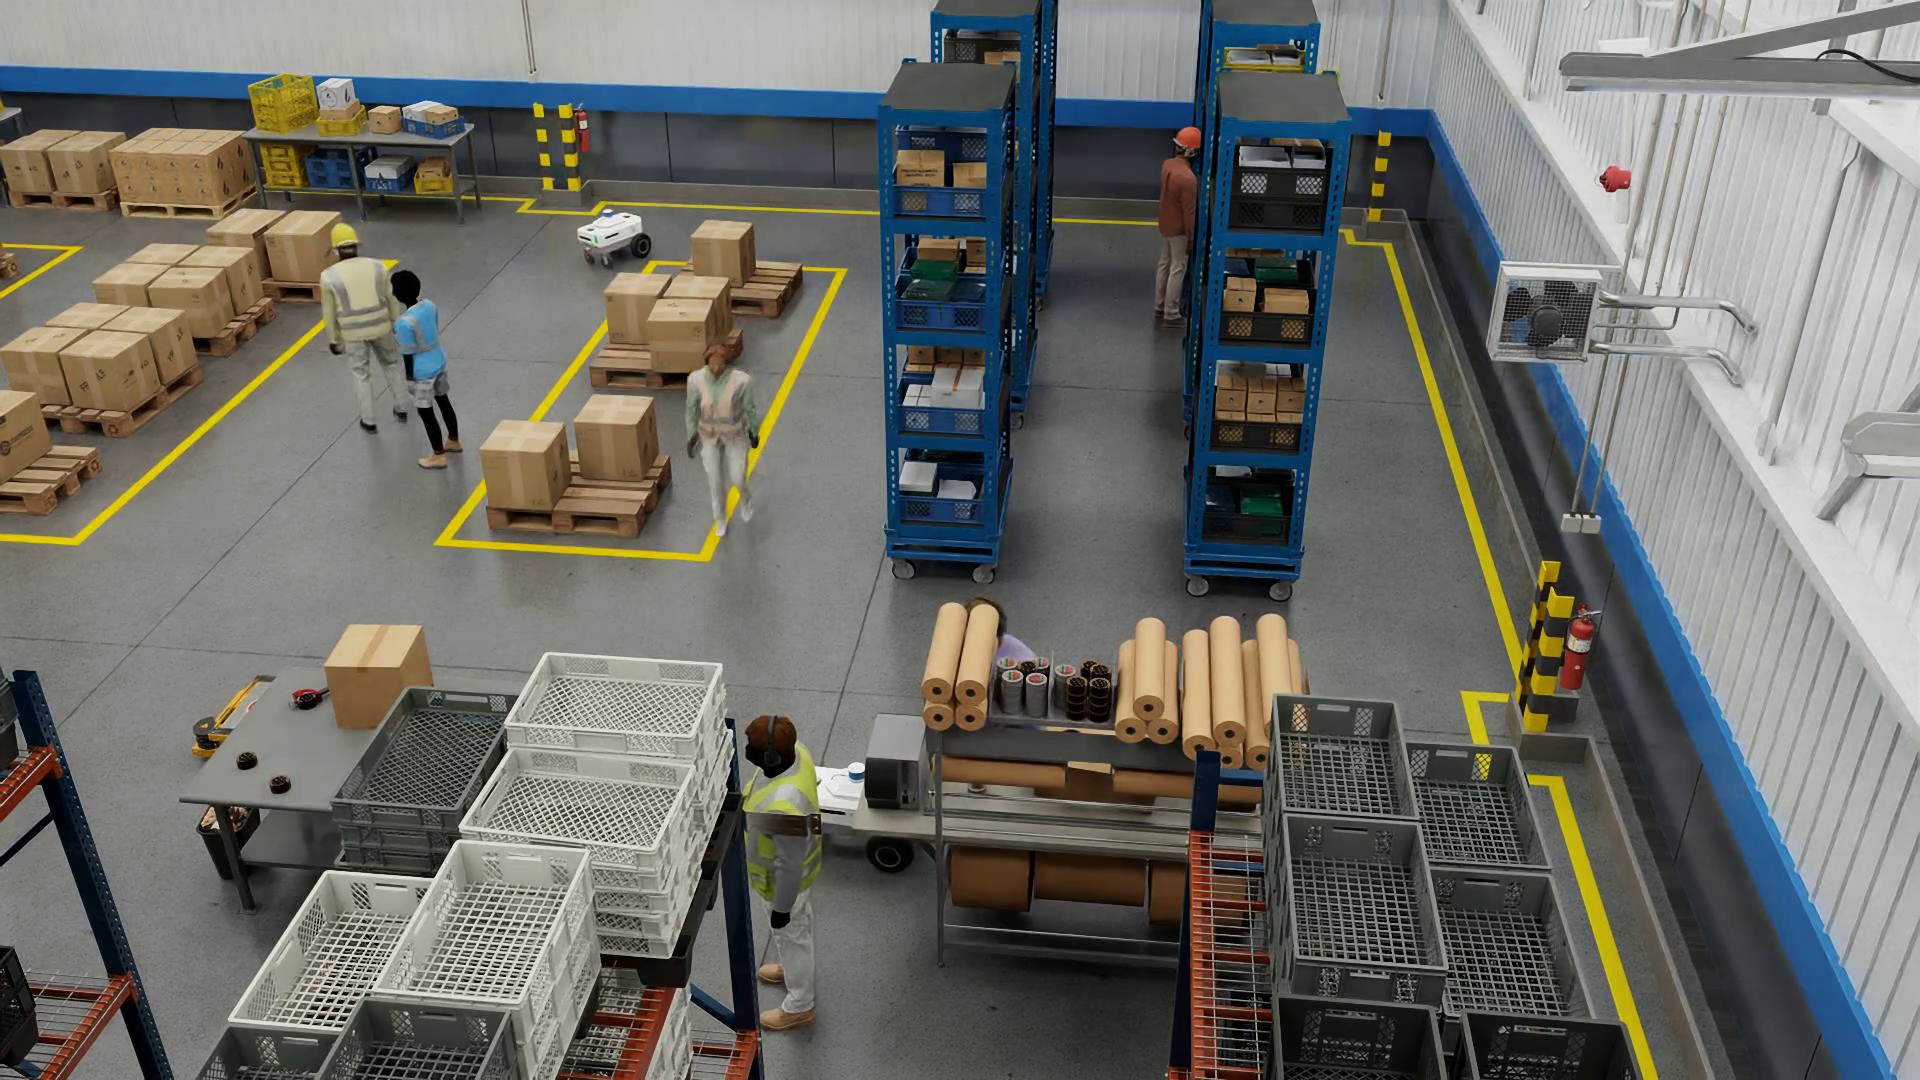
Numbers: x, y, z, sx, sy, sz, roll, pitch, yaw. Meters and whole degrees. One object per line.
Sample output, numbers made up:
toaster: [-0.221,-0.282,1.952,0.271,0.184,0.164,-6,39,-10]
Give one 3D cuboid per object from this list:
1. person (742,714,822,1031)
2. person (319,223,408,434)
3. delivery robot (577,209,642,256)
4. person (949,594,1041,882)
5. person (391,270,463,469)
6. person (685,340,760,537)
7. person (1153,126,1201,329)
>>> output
person: [-0.894,1.636,8.285,0.429,1.843,0.633,-2,30,-4]
person: [-5.125,-1.815,14.251,0.623,1.806,0.455,-20,36,-31]
delivery robot: [-3.789,-3.333,18.001,0.477,0.478,0.707,21,36,32]
person: [0.143,1.105,9.116,0.629,1.932,0.367,14,33,23]
person: [-4.402,-1.405,13.662,0.320,1.692,0.536,6,31,10]
person: [-1.797,-0.770,12.630,0.536,1.625,0.362,2,30,4]
person: [2.135,-3.039,16.179,0.413,1.984,0.624,-10,32,-17]
